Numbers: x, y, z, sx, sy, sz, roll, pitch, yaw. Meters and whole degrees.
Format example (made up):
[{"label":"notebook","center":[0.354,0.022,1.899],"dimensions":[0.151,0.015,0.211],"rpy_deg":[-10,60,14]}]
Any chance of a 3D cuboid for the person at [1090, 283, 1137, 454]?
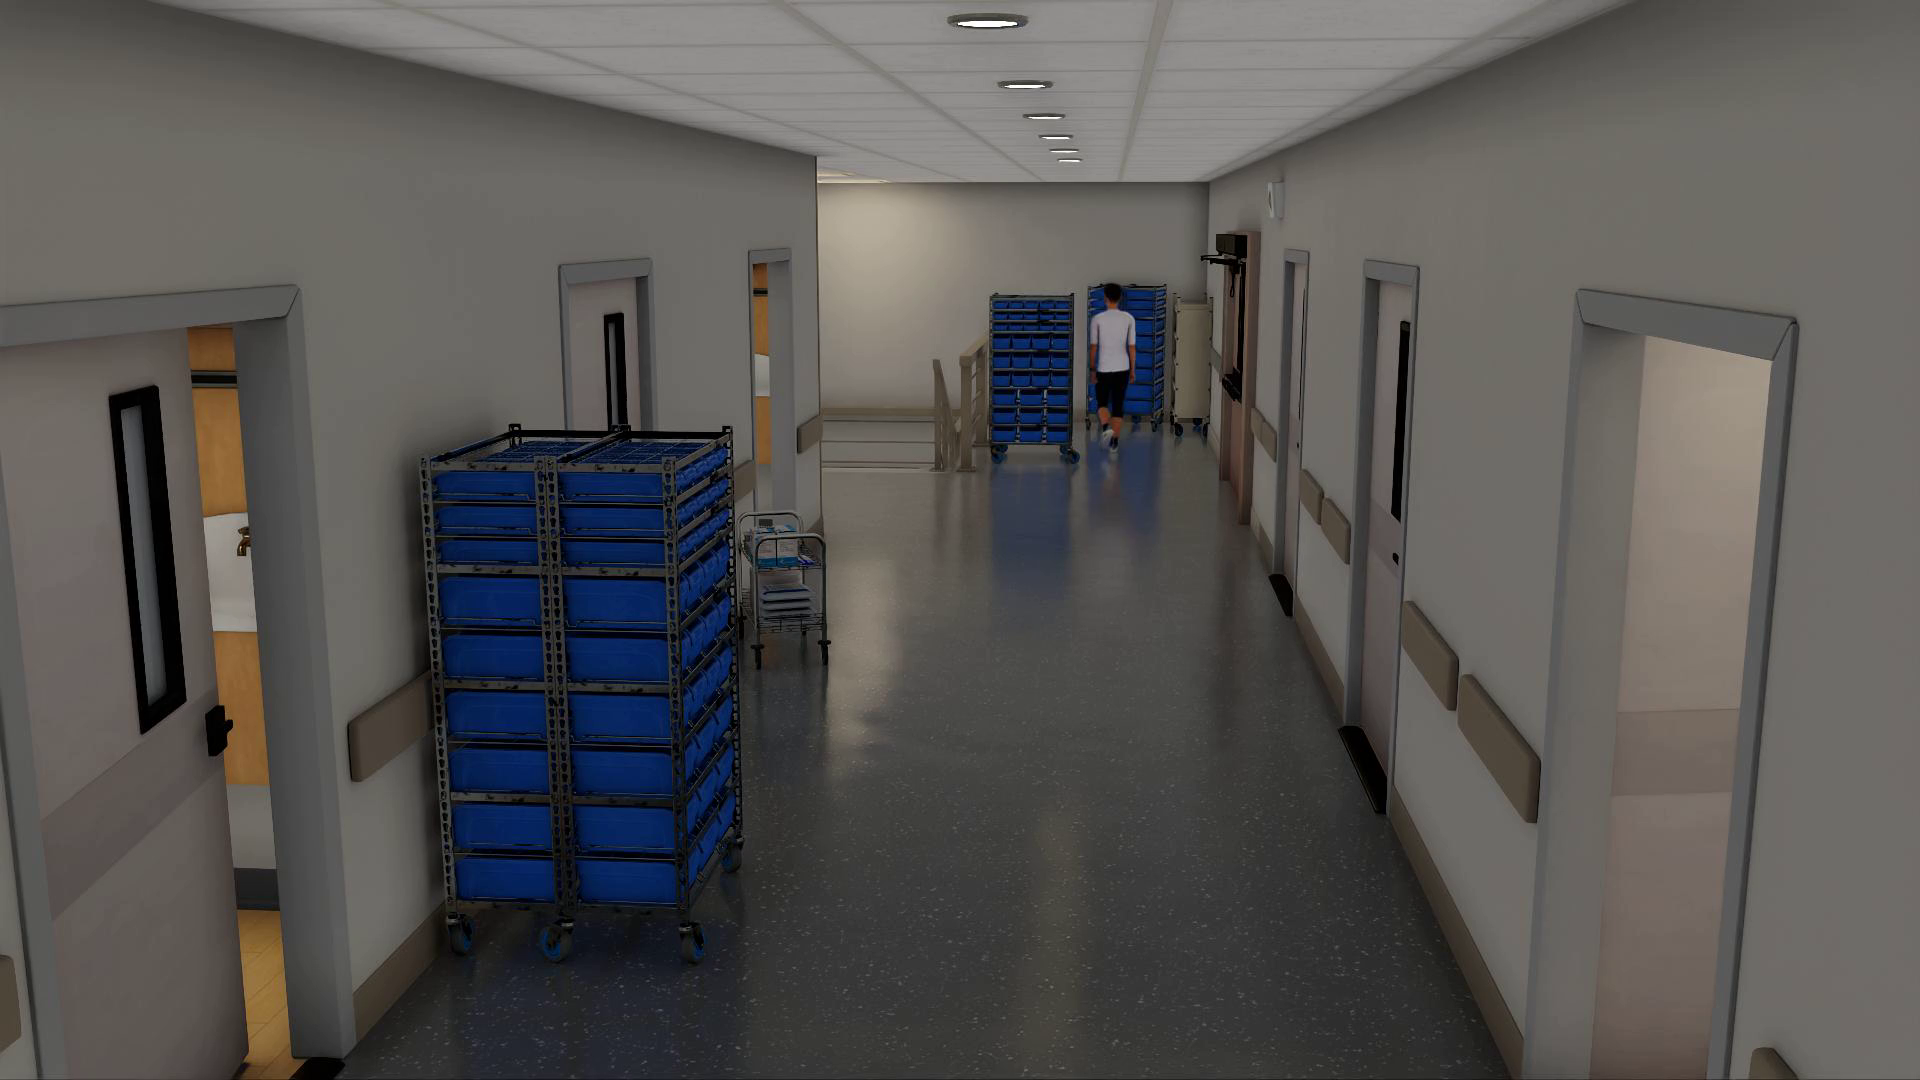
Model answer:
[{"label":"person","center":[1.665,-1.845,18.035],"dimensions":[0.714,1.837,0.843],"rpy_deg":[0,11,0]}]
